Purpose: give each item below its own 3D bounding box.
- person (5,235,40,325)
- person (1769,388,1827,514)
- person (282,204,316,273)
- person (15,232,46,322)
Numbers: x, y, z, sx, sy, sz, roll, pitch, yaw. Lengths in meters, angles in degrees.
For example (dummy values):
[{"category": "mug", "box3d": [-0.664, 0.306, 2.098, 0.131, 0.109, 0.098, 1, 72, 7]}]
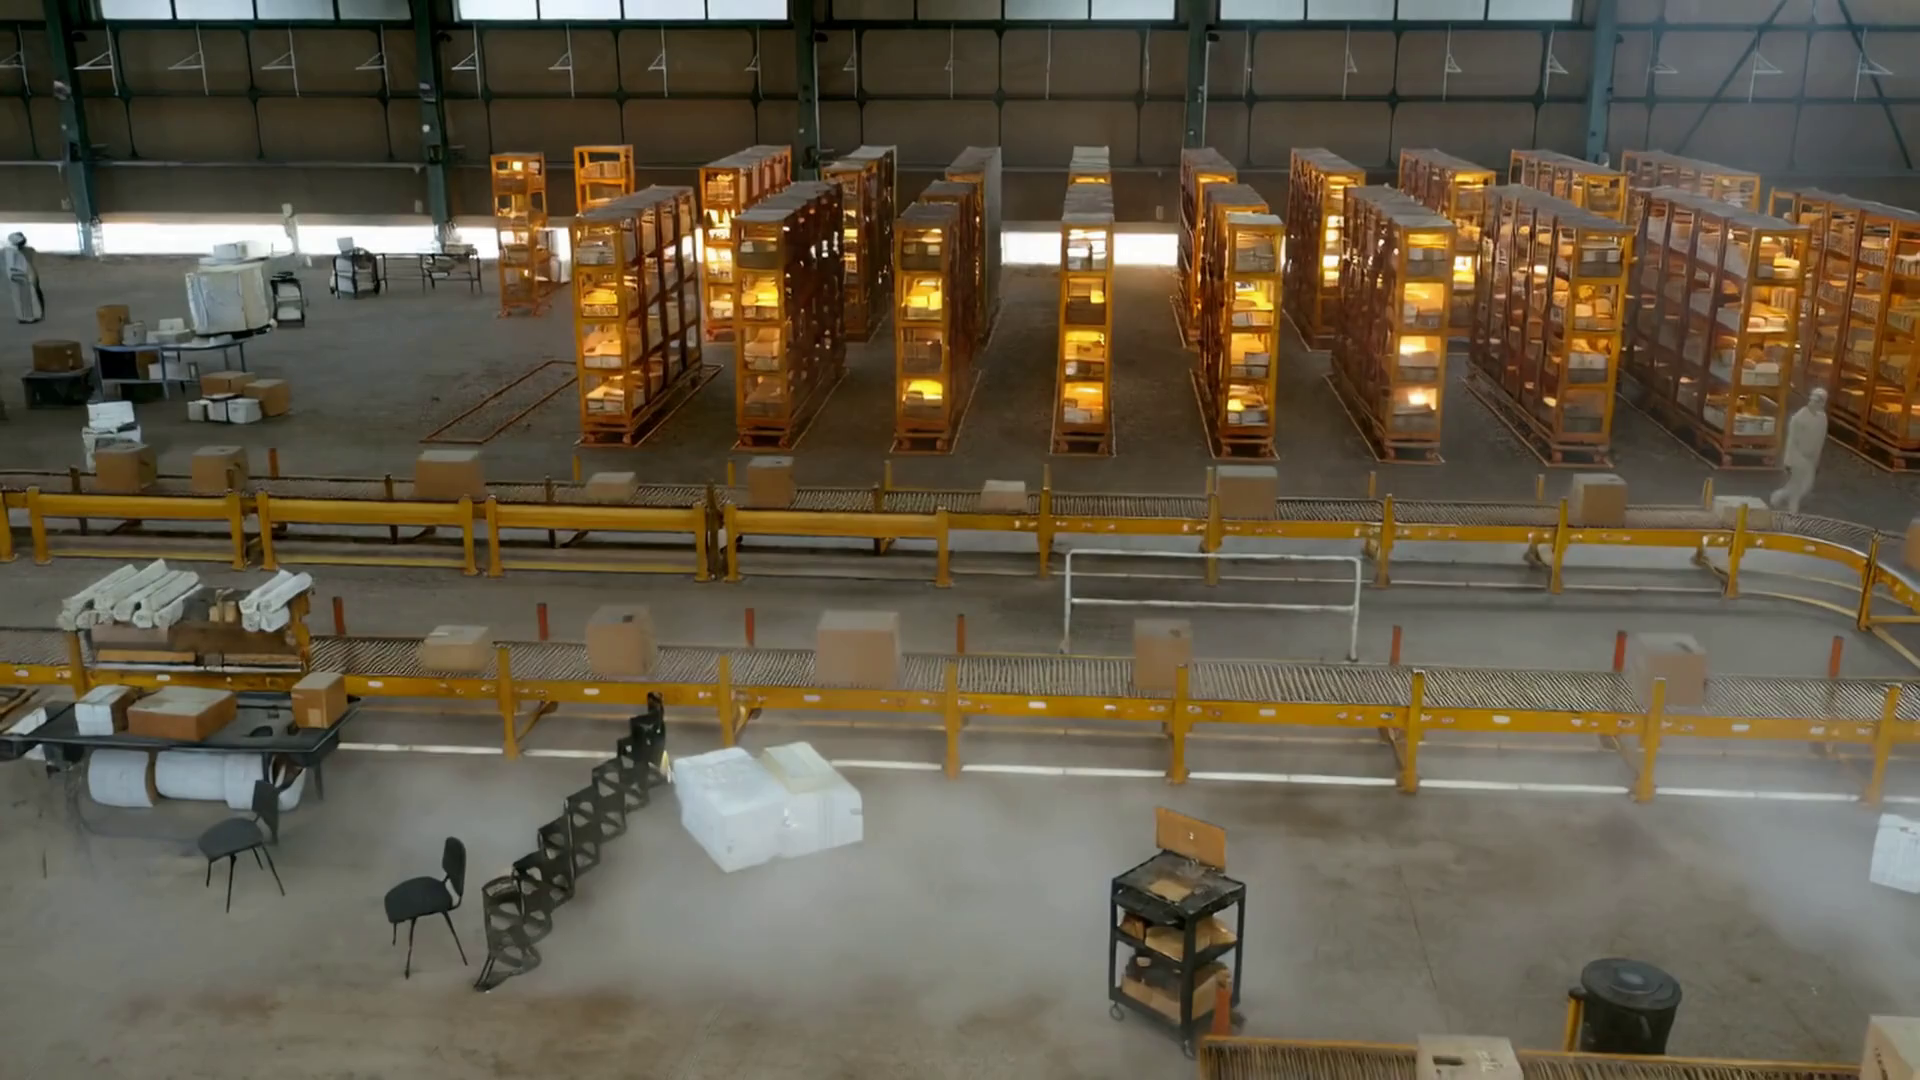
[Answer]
[{"category": "person", "box3d": [-20.599, -5.706, 36.482, 0.615, 1.942, 0.408, 11, 20, 30]}, {"category": "person", "box3d": [11.082, -1.119, 22.008, 0.670, 1.895, 0.608, -11, 21, -32]}, {"category": "person", "box3d": [-17.446, -7.962, 43.886, 0.682, 1.810, 0.644, -12, 21, -34]}, {"category": "person", "box3d": [-20.538, -5.780, 36.634, 0.382, 1.995, 0.613, 12, 21, 34]}]
